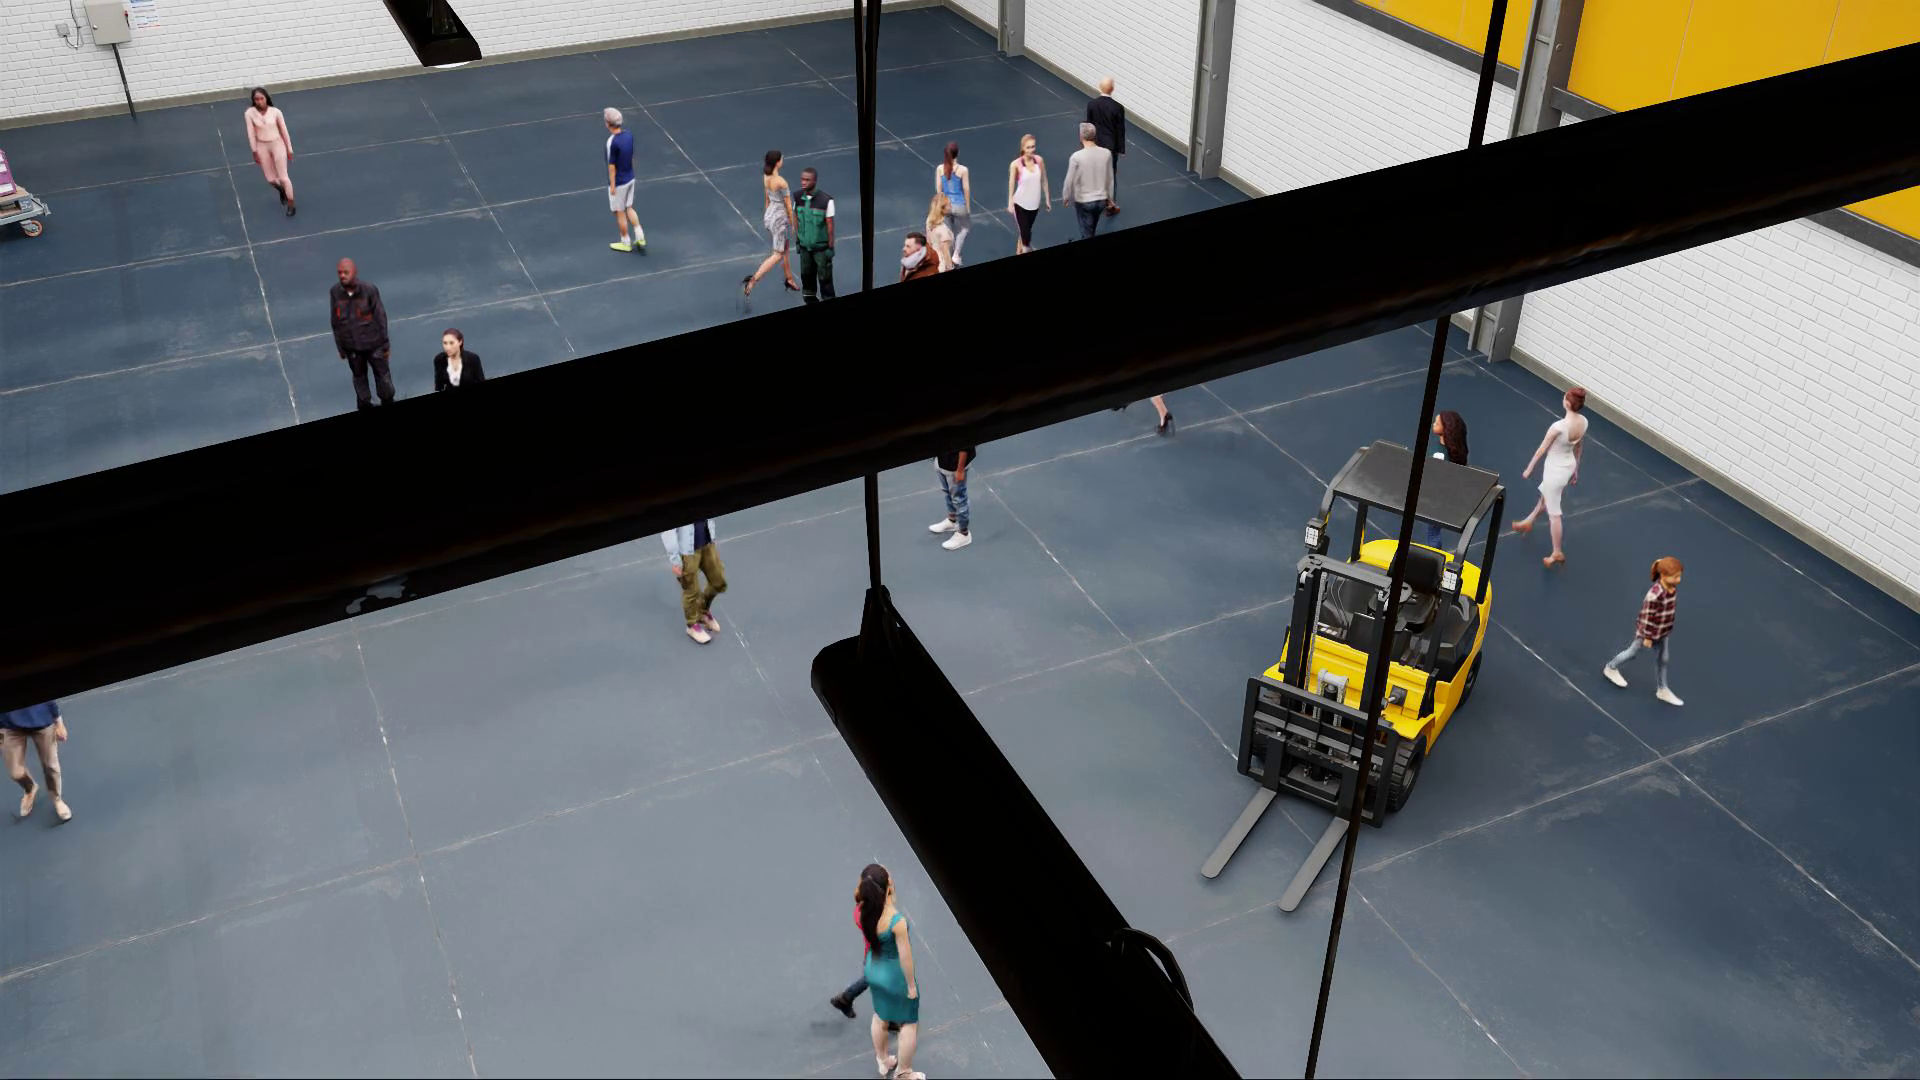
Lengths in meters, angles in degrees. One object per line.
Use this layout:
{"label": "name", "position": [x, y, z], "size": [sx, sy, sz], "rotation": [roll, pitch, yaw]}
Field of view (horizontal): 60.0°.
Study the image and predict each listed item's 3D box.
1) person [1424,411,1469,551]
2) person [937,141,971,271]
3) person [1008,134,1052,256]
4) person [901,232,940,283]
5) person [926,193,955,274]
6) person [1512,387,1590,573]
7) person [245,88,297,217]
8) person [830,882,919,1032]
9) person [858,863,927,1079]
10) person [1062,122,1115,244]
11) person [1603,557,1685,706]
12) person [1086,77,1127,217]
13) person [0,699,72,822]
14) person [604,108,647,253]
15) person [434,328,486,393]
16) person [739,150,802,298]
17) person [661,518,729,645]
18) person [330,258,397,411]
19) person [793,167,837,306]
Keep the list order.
{"label": "person", "position": [4.190, -0.409, 14.596], "size": [0.773, 1.616, 0.692], "rotation": [5, 34, 7]}
{"label": "person", "position": [-0.094, -3.979, 19.977], "size": [0.700, 1.605, 0.754], "rotation": [9, 35, 13]}
{"label": "person", "position": [0.761, -4.019, 19.900], "size": [0.629, 1.758, 1.001], "rotation": [-16, 37, -23]}
{"label": "person", "position": [-0.415, -2.345, 17.314], "size": [0.791, 1.833, 0.653], "rotation": [-18, 38, -25]}
{"label": "person", "position": [-0.335, -2.885, 18.180], "size": [0.662, 1.773, 1.080], "rotation": [-13, 36, -18]}
{"label": "person", "position": [5.305, -0.499, 14.596], "size": [0.584, 1.767, 0.938], "rotation": [-16, 37, -23]}
{"label": "person", "position": [-8.870, -5.034, 21.478], "size": [0.748, 1.700, 0.819], "rotation": [-8, 35, -12]}
{"label": "person", "position": [-0.554, 2.598, 10.353], "size": [0.728, 1.305, 0.786], "rotation": [-3, 34, -4]}
{"label": "person", "position": [-0.431, 2.634, 9.973], "size": [0.749, 1.667, 0.582], "rotation": [-22, 39, -29]}
{"label": "person", "position": [1.585, -3.946, 19.695], "size": [0.774, 1.863, 1.160], "rotation": [-17, 37, -23]}
{"label": "person", "position": [5.467, 0.678, 13.271], "size": [0.632, 1.273, 0.916], "rotation": [-22, 39, -29]}
{"label": "person", "position": [1.862, -5.078, 21.457], "size": [0.760, 1.797, 0.815], "rotation": [11, 35, 16]}
{"label": "person", "position": [-6.691, 1.330, 11.919], "size": [0.688, 1.683, 0.661], "rotation": [-8, 34, -11]}
{"label": "person", "position": [-4.139, -4.405, 20.415], "size": [0.912, 1.830, 0.851], "rotation": [15, 36, 21]}
{"label": "person", "position": [-4.721, -1.322, 15.952], "size": [0.834, 1.637, 0.971], "rotation": [2, 34, 3]}
{"label": "person", "position": [-2.194, -3.587, 19.223], "size": [0.816, 1.788, 1.057], "rotation": [-23, 40, -31]}
{"label": "person", "position": [-2.261, 0.040, 13.756], "size": [0.773, 1.798, 0.787], "rotation": [27, 42, 34]}
{"label": "person", "position": [-6.029, -2.015, 16.823], "size": [0.781, 1.826, 0.738], "rotation": [-2, 34, -3]}
{"label": "person", "position": [-1.632, -3.349, 18.821], "size": [0.742, 1.836, 0.823], "rotation": [15, 36, 21]}
